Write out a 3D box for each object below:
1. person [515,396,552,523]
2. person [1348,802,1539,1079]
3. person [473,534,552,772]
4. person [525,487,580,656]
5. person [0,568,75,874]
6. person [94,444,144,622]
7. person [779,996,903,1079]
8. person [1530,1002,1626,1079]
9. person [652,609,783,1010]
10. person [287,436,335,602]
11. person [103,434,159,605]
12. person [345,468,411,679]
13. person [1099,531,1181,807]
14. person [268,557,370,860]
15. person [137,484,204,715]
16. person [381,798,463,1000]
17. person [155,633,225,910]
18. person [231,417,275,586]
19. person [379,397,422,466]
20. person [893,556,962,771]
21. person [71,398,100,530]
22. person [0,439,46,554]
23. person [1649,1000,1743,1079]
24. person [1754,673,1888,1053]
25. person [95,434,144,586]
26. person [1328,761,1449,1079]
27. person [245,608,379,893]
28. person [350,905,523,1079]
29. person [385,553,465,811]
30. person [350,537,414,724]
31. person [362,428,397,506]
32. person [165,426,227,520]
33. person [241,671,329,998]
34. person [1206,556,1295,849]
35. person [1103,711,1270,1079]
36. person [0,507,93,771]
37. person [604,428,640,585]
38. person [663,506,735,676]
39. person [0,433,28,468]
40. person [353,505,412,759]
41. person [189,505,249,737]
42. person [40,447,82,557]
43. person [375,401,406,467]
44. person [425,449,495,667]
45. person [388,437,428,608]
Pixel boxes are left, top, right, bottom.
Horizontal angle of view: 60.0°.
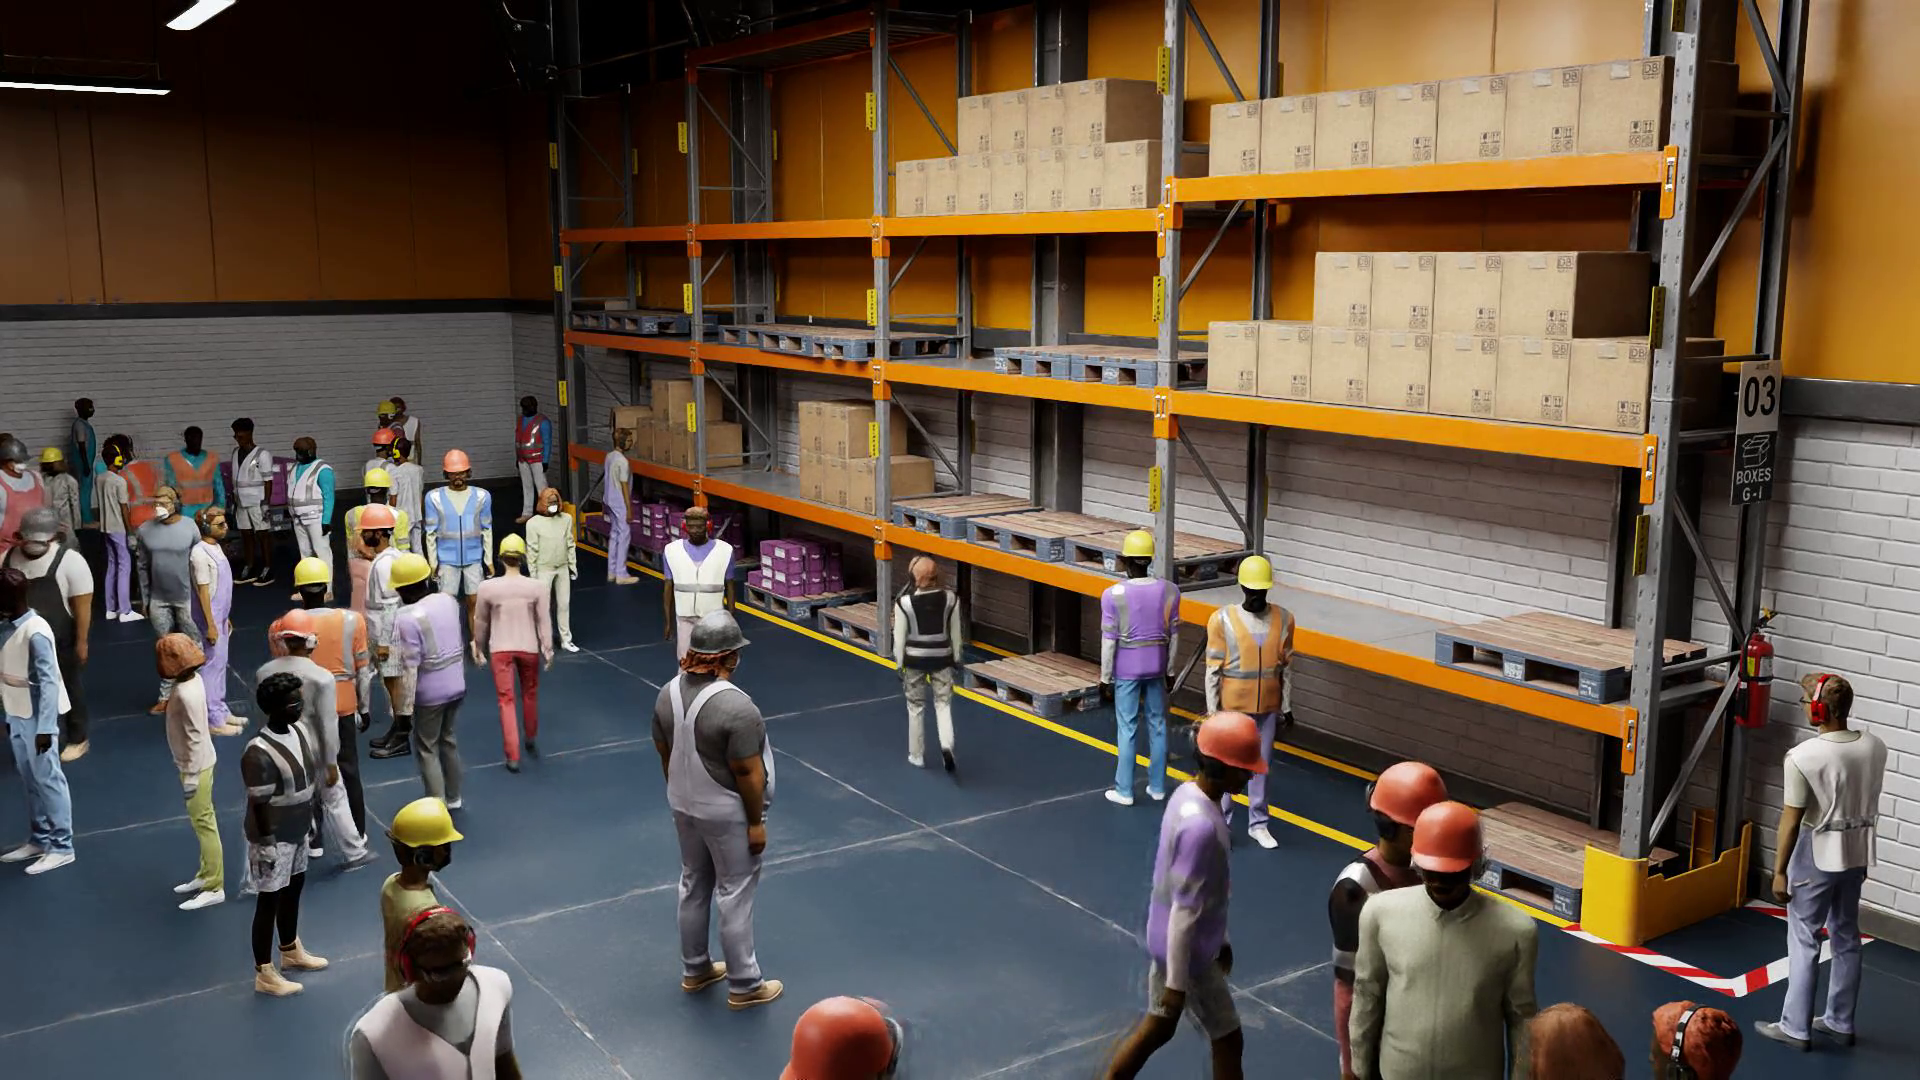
[{"bbox_3d":[-6.104,-1.138,23.703,0.622,1.838,0.429,5,11,29],"label":"person"},{"bbox_3d":[1.648,1.856,5.710,0.629,1.986,0.416,3,10,19],"label":"person"},{"bbox_3d":[-3.372,0.819,12.535,0.539,1.725,0.866,-4,10,-21],"label":"person"},{"bbox_3d":[-3.897,0.296,15.906,0.505,1.622,0.296,-9,13,-43],"label":"person"},{"bbox_3d":[-5.758,1.102,10.326,0.590,1.913,0.395,8,13,40],"label":"person"},{"bbox_3d":[-8.805,-0.073,17.386,0.517,1.860,0.323,6,11,32],"label":"person"},{"bbox_3d":[-0.097,2.109,4.376,1.016,1.944,0.652,-3,10,-16],"label":"person"},{"bbox_3d":[1.864,2.167,4.908,0.692,1.636,0.438,-6,11,-29],"label":"person"},{"bbox_3d":[-1.201,1.349,8.498,0.676,2.000,0.536,8,12,39],"label":"person"},{"bbox_3d":[-7.161,-0.224,18.321,0.621,1.843,0.429,6,11,30],"label":"person"},{"bbox_3d":[-8.924,-0.193,17.916,0.901,1.911,0.689,1,10,3],"label":"person"},{"bbox_3d":[-5.211,0.311,14.971,0.583,1.918,0.407,1,10,4],"label":"person"},{"bbox_3d":[1.233,0.891,11.522,0.585,1.927,0.366,-3,10,-18],"label":"person"},{"bbox_3d":[-4.038,1.060,10.533,0.587,1.926,0.368,-5,11,-29],"label":"person"},{"bbox_3d":[-6.499,0.498,13.794,0.627,1.941,0.374,1,10,5],"label":"person"},{"bbox_3d":[-2.047,1.849,6.392,0.341,1.760,0.525,-6,11,-32],"label":"person"},{"bbox_3d":[-4.509,1.339,9.748,0.281,1.633,0.498,-5,11,-26],"label":"person"},{"bbox_3d":[-8.220,-0.447,19.278,0.604,1.960,0.369,5,11,25],"label":"person"},{"bbox_3d":[-7.926,-1.122,23.620,0.564,1.834,0.391,-2,10,-12],"label":"person"},{"bbox_3d":[-0.228,0.924,12.222,0.525,1.617,0.553,-2,10,-11],"label":"person"},{"bbox_3d":[-12.213,-1.067,23.251,0.329,1.844,0.509,-4,11,-23],"label":"person"},{"bbox_3d":[-9.437,-0.043,16.671,0.577,2.000,0.709,4,10,22],"label":"person"},{"bbox_3d":[1.929,2.127,4.417,0.576,1.880,0.358,-5,11,-28],"label":"person"},{"bbox_3d":[4.139,1.548,7.939,0.565,1.836,0.395,-3,10,-18],"label":"person"},{"bbox_3d":[-9.314,-0.268,18.587,0.563,1.838,0.390,-2,10,-9],"label":"person"},{"bbox_3d":[1.579,1.775,6.039,0.411,2.033,0.613,9,13,43],"label":"person"},{"bbox_3d":[-3.986,1.263,10.064,0.578,1.705,0.877,3,10,17],"label":"person"},{"bbox_3d":[-1.638,2.010,5.280,0.454,1.819,0.566,5,11,26],"label":"person"},{"bbox_3d":[-3.536,0.997,11.031,0.503,1.888,0.680,3,10,16],"label":"person"},{"bbox_3d":[-4.766,0.692,13.616,0.532,1.594,0.726,7,12,36],"label":"person"},{"bbox_3d":[-6.305,-0.263,18.303,0.543,1.929,0.387,7,12,37],"label":"person"},{"bbox_3d":[-8.783,-0.379,19.134,0.650,1.873,0.500,-8,13,-40],"label":"person"},{"bbox_3d":[-3.512,1.505,8.622,0.322,1.691,0.533,1,10,4],"label":"person"},{"bbox_3d":[1.861,1.044,10.626,0.594,1.924,0.383,-2,10,-12],"label":"person"},{"bbox_3d":[0.927,1.663,6.857,0.958,1.986,0.639,1,10,4],"label":"person"},{"bbox_3d":[-6.776,0.696,12.335,0.702,2.000,0.795,-1,10,-6],"label":"person"},{"bbox_3d":[-3.949,-0.391,19.332,0.339,1.833,0.522,-6,12,-33],"label":"person"},{"bbox_3d":[-2.078,0.630,13.299,0.571,1.840,0.374,-1,10,-6],"label":"person"},{"bbox_3d":[-10.713,-0.296,18.755,0.342,1.839,0.504,6,11,31],"label":"person"},{"bbox_3d":[-4.382,0.692,12.661,0.361,1.938,0.545,-3,10,-18],"label":"person"},{"bbox_3d":[-5.922,0.638,13.245,0.344,1.846,0.506,-2,10,-13],"label":"person"},{"bbox_3d":[-9.914,-0.165,18.297,0.495,1.734,0.353,2,10,9],"label":"person"},{"bbox_3d":[-7.882,-1.026,23.079,0.403,1.824,0.593,-7,12,-35],"label":"person"},{"bbox_3d":[-4.613,0.176,15.376,0.605,2.045,0.385,-4,11,-23],"label":"person"},{"bbox_3d":[-6.013,-0.191,18.074,0.326,1.863,0.509,5,11,26],"label":"person"}]
